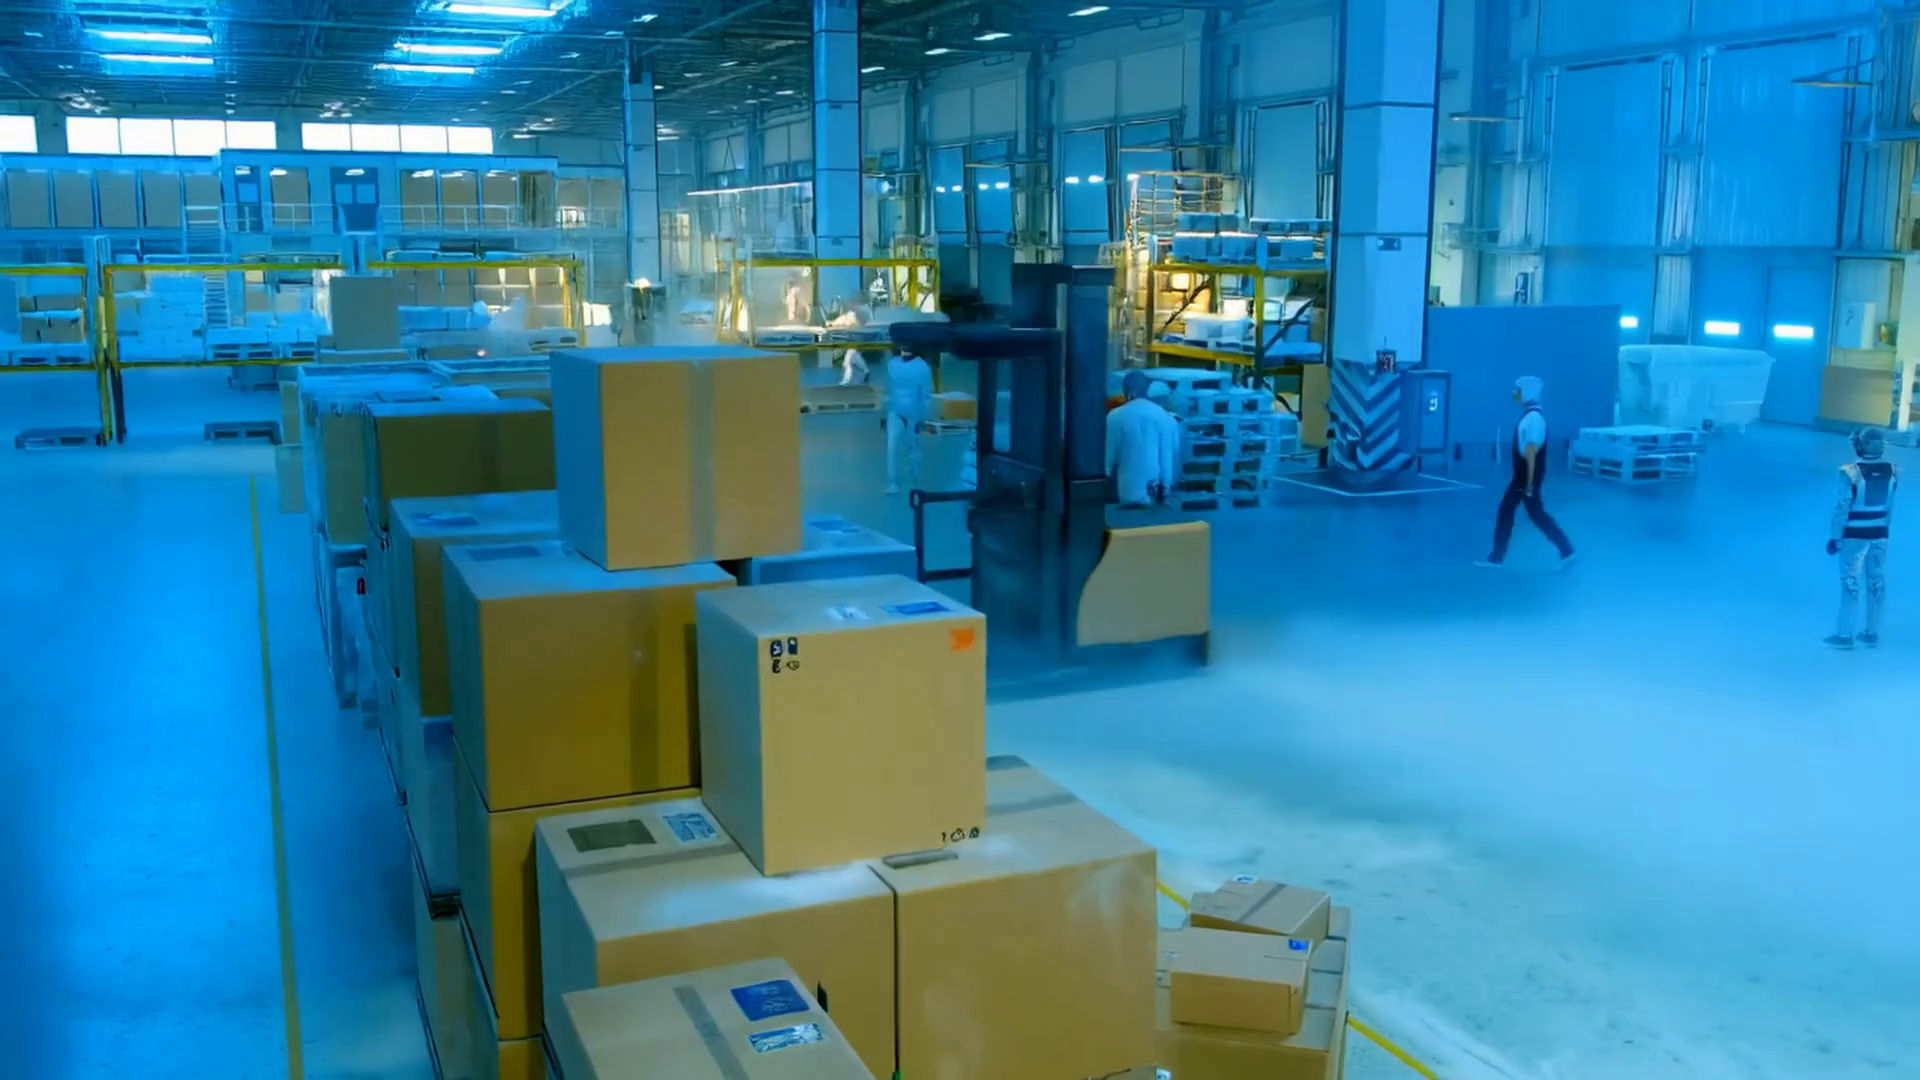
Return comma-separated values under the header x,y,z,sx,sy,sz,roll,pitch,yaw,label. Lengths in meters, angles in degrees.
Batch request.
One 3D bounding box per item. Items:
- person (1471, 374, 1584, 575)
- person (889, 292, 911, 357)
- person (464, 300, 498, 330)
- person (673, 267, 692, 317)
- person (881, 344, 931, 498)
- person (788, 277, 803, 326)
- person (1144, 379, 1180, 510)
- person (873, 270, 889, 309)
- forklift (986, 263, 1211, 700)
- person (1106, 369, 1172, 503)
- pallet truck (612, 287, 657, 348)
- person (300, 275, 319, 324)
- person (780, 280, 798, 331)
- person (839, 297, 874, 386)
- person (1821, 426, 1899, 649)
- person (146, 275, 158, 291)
x,y,z,sx,sy,sz,roll,pitch,yaw,label
5.123,-0.578,14.839,0.916,1.813,0.521,5,11,26,person
-1.126,-3.977,33.205,0.662,1.934,1.017,4,11,22,person
-9.003,-3.586,31.314,0.625,1.844,0.429,-3,11,-16,person
-10.623,-9.462,63.566,0.622,1.890,1.017,7,13,36,person
-0.651,-1.429,19.294,0.657,1.885,0.923,4,11,20,person
-5.544,-7.970,55.822,0.526,1.719,0.912,4,11,21,person
1.776,-0.595,15.131,0.509,1.728,0.366,-8,13,-38,person
-2.712,-8.253,56.821,0.551,1.918,0.519,-1,10,-7,person
0.683,-0.472,11.285,1.873,2.768,1.129,-4,11,-23,forklift
1.424,-0.507,14.186,0.617,1.889,0.931,-8,13,-39,person
-6.464,-4.406,35.401,0.823,1.965,1.885,6,12,32,pallet truck
-19.912,-7.153,50.900,0.528,1.869,0.313,-2,11,-13,person
-5.469,-7.416,52.873,0.787,1.661,0.553,-6,12,-30,person
-2.090,-3.905,33.035,0.675,1.860,0.589,-3,11,-15,person
6.604,-0.016,12.188,0.514,1.642,0.310,-3,11,-14,person
-22.105,-6.303,45.891,0.752,1.967,1.043,7,12,34,person
